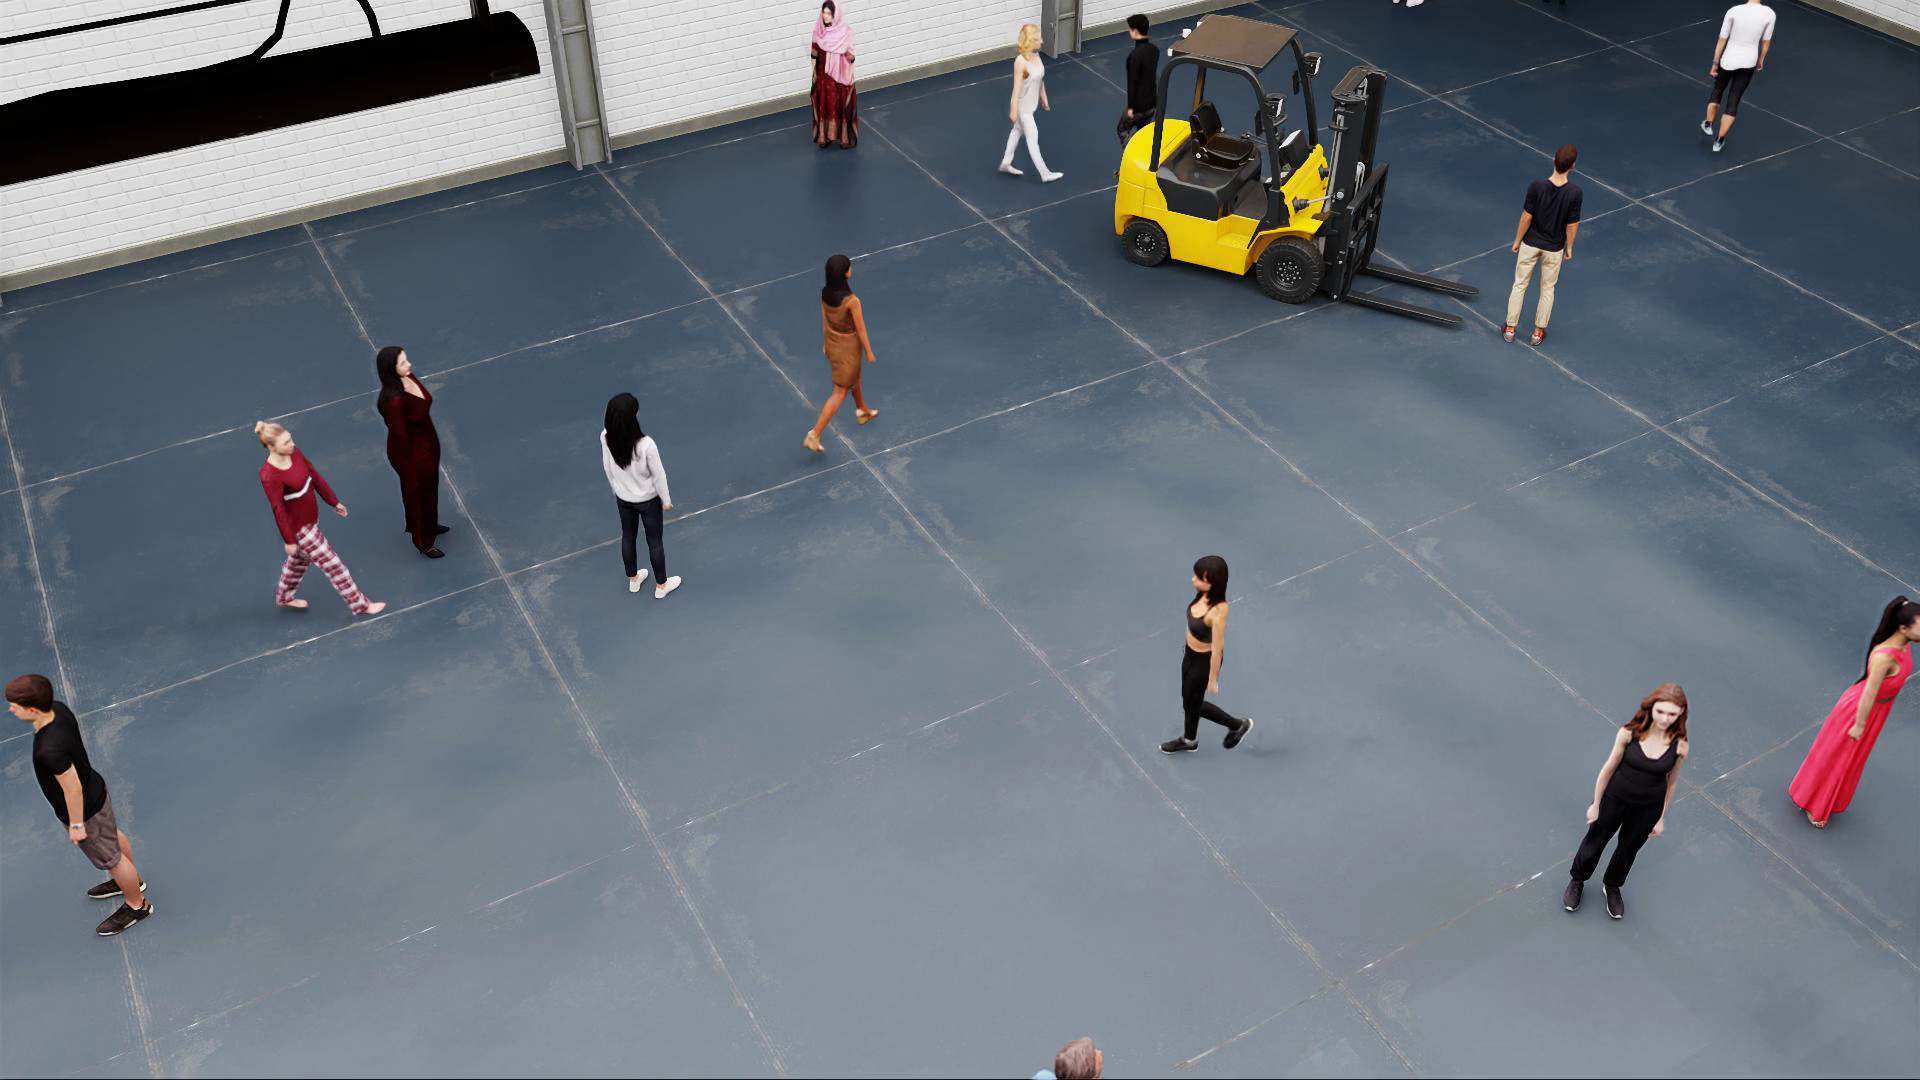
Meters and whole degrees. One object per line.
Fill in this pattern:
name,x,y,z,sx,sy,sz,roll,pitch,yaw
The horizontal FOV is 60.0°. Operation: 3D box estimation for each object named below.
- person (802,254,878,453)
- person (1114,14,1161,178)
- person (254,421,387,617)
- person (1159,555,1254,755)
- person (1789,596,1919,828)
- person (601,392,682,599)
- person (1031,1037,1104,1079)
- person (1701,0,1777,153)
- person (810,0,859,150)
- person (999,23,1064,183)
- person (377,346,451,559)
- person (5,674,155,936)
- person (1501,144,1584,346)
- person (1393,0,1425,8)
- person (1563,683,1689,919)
person,-0.980,-1.452,13.260,1.127,1.654,0.723,-28,47,-31
person,1.910,-4.476,17.009,0.825,1.701,0.695,26,45,29
person,-4.663,-0.127,11.600,1.145,1.656,0.967,0,39,1
person,1.606,0.753,10.517,0.901,1.631,0.746,-3,39,-4
person,5.480,1.040,10.082,0.735,1.726,0.598,31,48,33
person,-2.296,-0.321,11.806,0.704,1.700,0.744,13,40,16
person,0.508,2.901,7.677,0.711,1.820,0.659,32,48,33
person,8.212,-4.997,17.558,0.972,1.830,1.058,16,41,19
person,-1.339,-4.955,17.660,0.735,1.637,0.823,4,39,5
person,0.595,-4.489,17.075,1.026,1.638,1.017,15,41,18
person,-4.018,-0.667,12.194,0.760,1.756,0.760,-4,39,-5
person,-4.989,1.466,9.440,0.569,1.862,0.663,-19,42,-22
person,5.080,-2.566,14.491,0.711,1.857,0.757,11,40,14
person,5.733,-7.633,20.903,0.585,1.774,0.636,-30,48,-32
person,3.838,1.477,9.517,0.651,1.748,0.716,8,39,10
